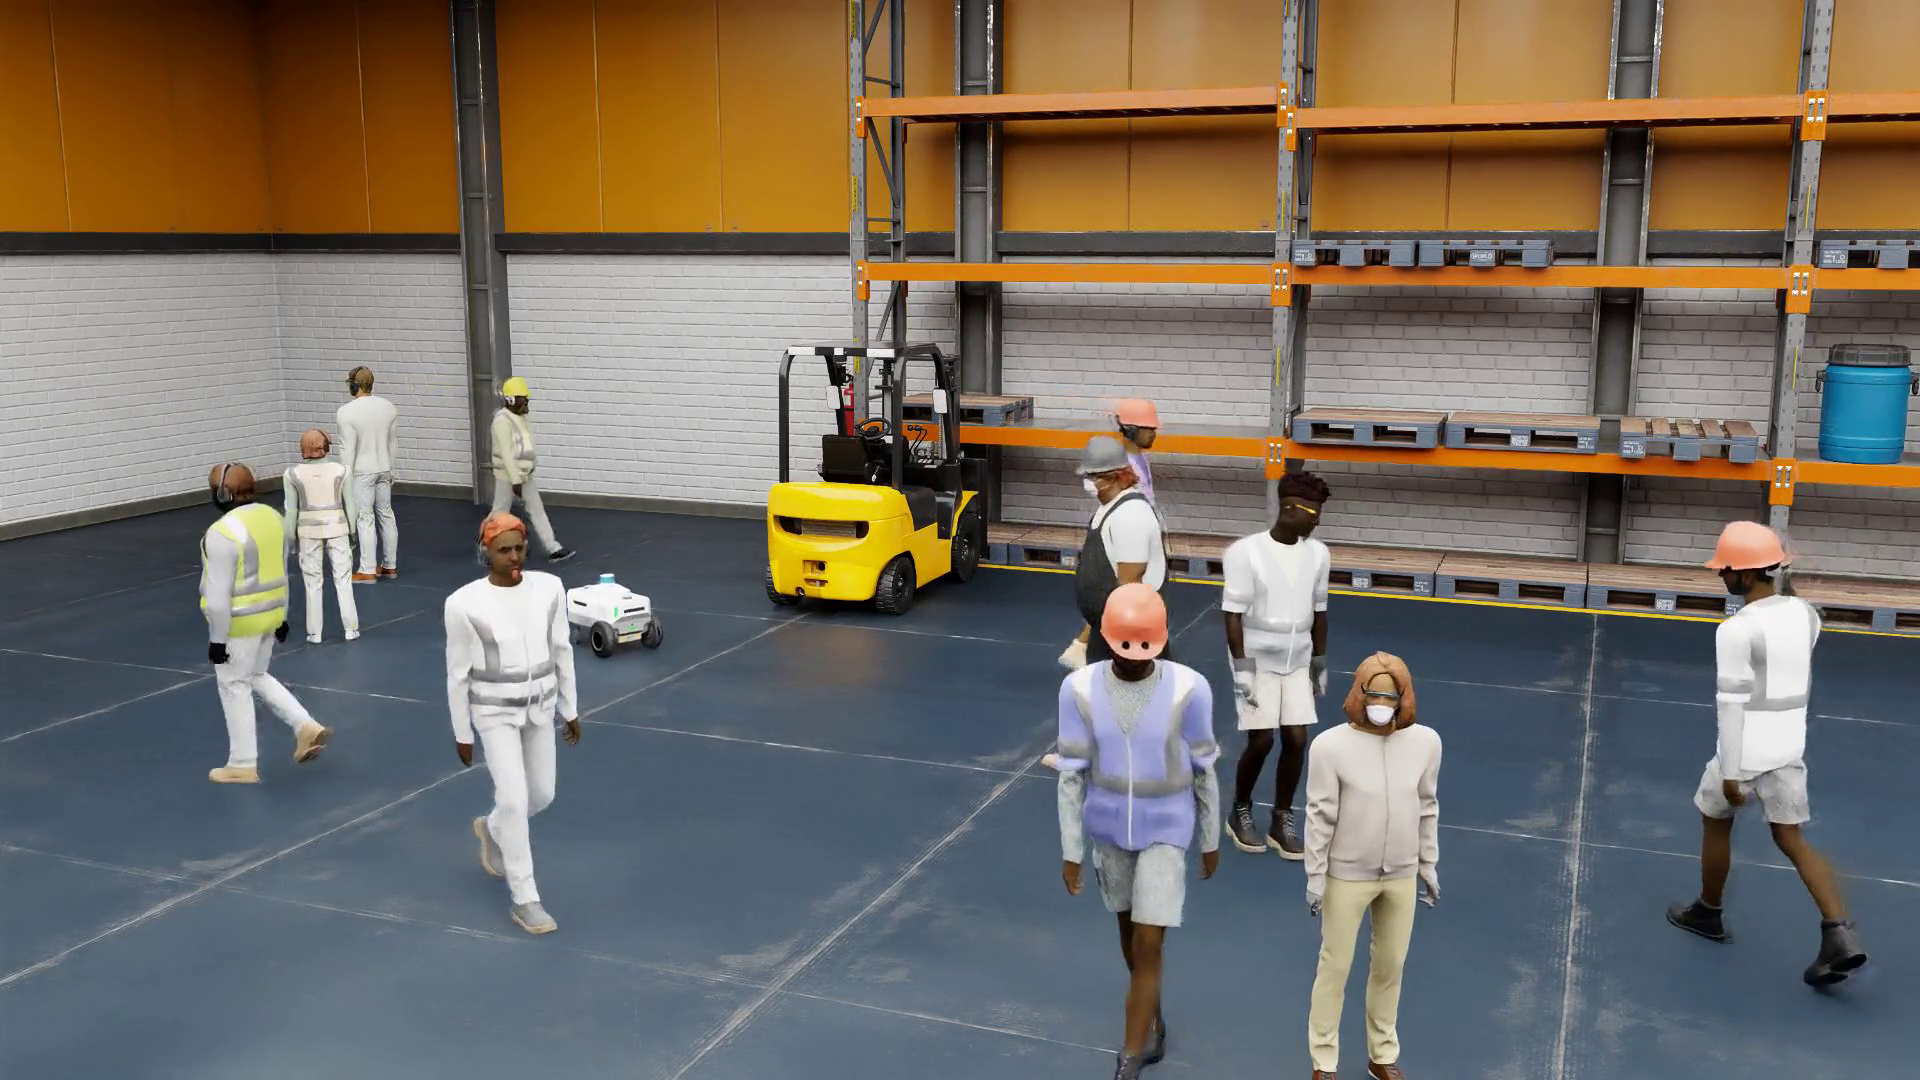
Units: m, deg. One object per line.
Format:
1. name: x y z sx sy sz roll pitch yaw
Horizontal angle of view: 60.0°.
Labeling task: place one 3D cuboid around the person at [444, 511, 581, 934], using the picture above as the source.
1. person: -2.046 0.775 7.497 0.577 1.863 0.769 -10 14 -43

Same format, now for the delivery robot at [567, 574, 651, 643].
1. delivery robot: -2.628 0.497 12.428 0.477 0.478 0.707 -10 14 -43

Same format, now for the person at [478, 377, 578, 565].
1. person: -4.122 -0.629 15.542 0.948 1.778 0.623 1 10 8

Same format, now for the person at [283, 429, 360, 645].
1. person: -4.811 -0.020 12.560 0.515 1.636 0.314 -4 11 -21

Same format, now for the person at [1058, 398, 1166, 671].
1. person: 1.092 0.041 11.270 0.936 2.028 0.624 4 11 19

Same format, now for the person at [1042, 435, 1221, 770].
1. person: 1.026 0.328 9.492 1.023 2.000 0.692 -2 10 -9

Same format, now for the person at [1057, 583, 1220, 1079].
1. person: 0.613 1.062 5.868 0.562 1.867 0.948 3 11 18

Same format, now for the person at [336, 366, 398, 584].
1. person: -5.281 -0.579 14.832 0.372 1.940 0.629 5 11 26

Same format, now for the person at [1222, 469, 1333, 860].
1. person: 1.580 0.609 8.226 0.641 1.926 0.455 -4 11 -20

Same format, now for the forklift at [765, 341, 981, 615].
1. forklift: -0.739 -0.602 14.246 1.214 2.155 2.313 4 11 21

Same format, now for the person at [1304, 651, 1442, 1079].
1. person: 1.448 1.187 5.839 0.509 1.632 0.269 -2 10 -12

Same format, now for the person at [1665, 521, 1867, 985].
1. person: 3.371 0.870 6.892 0.563 1.901 0.923 -4 11 -21

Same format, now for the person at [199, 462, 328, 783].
1. person: -3.959 0.471 9.304 0.529 1.830 0.631 1 10 7
